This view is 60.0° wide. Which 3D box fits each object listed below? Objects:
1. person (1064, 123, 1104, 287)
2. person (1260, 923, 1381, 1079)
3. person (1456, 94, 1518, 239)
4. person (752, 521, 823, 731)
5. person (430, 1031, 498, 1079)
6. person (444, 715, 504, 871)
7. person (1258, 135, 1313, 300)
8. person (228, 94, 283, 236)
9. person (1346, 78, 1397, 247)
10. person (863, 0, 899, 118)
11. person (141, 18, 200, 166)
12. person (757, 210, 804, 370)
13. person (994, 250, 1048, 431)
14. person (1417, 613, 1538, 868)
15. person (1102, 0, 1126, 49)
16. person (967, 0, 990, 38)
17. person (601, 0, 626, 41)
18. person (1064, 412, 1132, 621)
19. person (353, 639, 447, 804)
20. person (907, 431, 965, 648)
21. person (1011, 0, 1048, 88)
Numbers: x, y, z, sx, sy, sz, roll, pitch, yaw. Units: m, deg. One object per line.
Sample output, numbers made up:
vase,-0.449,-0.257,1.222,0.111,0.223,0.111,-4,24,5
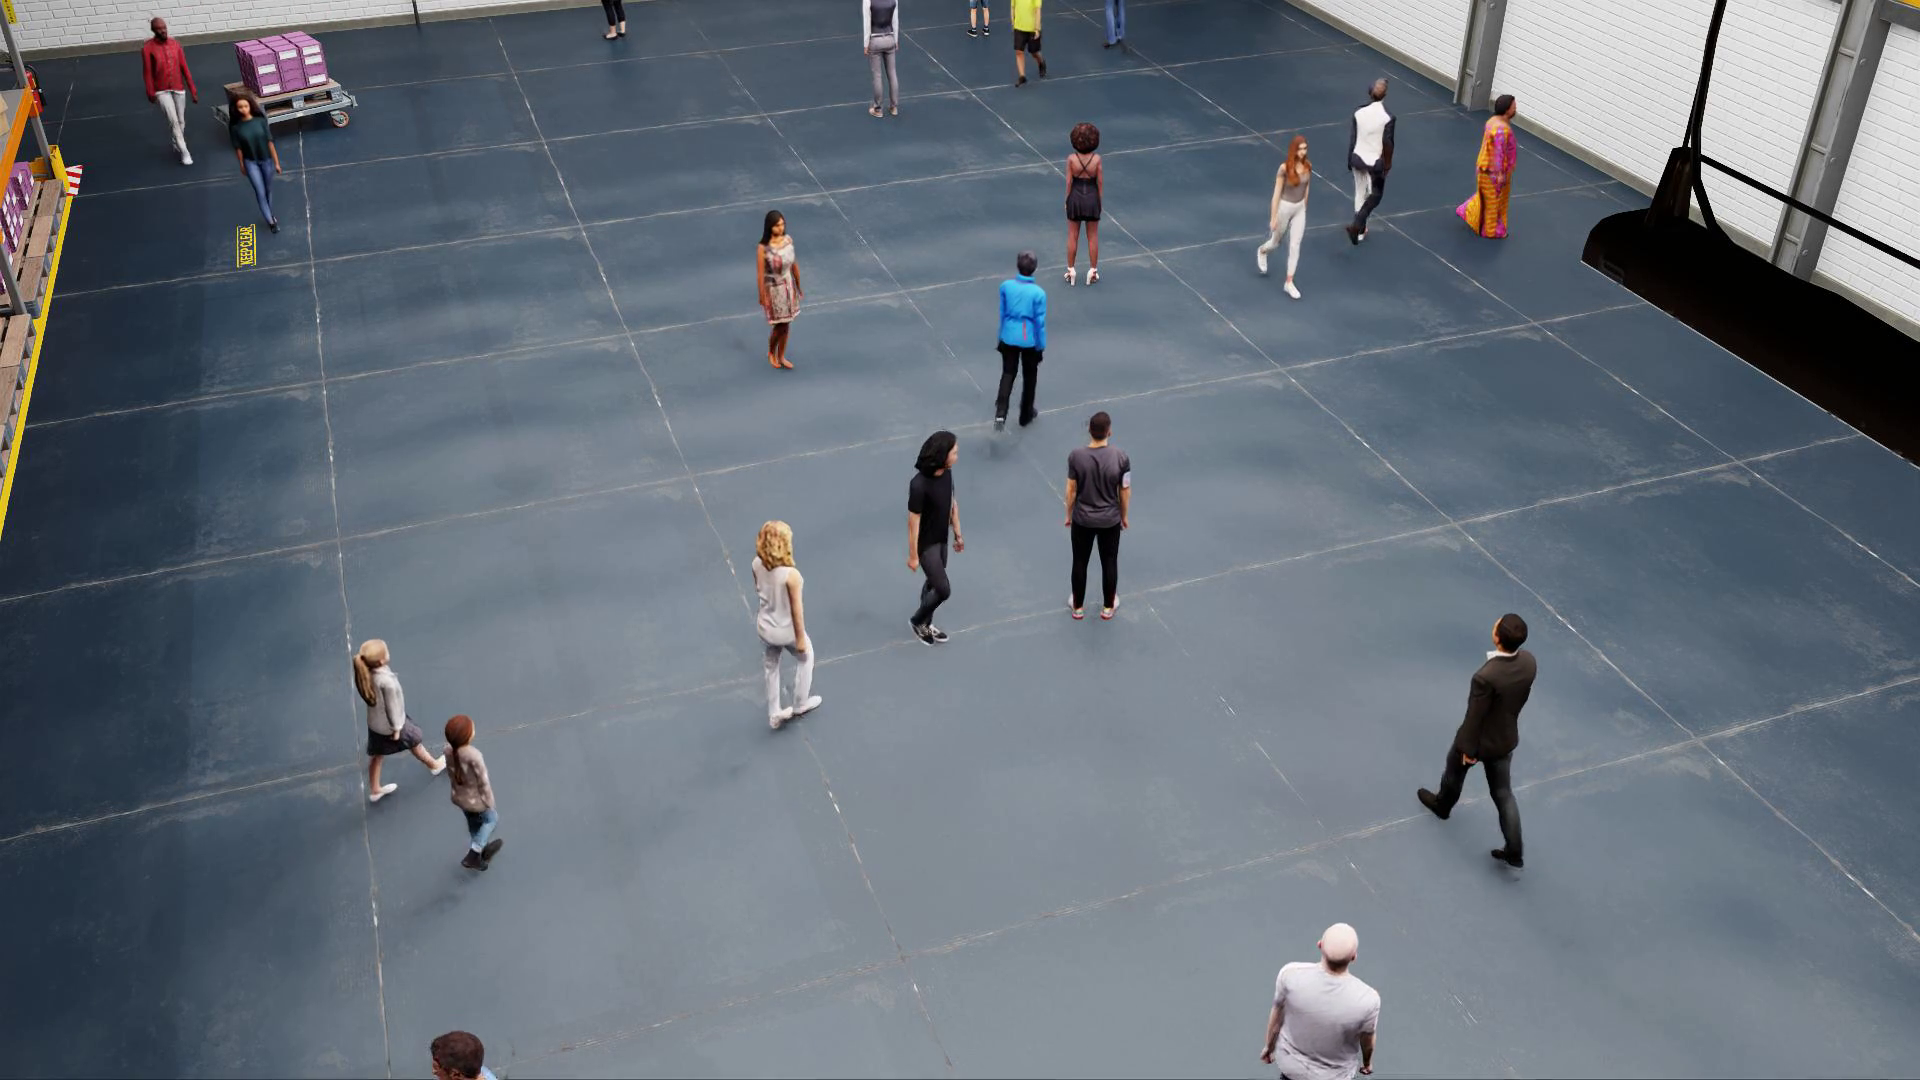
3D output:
person,1.317,-3.570,17.719,0.628,1.790,0.645,2,34,2
person,1.736,2.675,8.309,1.024,1.806,1.079,15,37,21
person,6.021,-4.244,18.828,0.935,1.685,0.918,4,34,6
person,-1.299,0.633,11.517,0.787,1.656,0.851,21,39,28
person,-2.089,2.987,7.804,0.664,1.846,0.864,23,40,31
person,-3.100,1.617,10.459,0.655,1.189,0.713,16,37,23
person,3.451,-3.490,17.684,0.616,1.696,1.063,-11,35,-16
person,-8.051,-4.335,19.065,0.771,1.575,1.123,-21,39,-28
person,4.522,-4.173,18.551,1.066,1.873,1.065,22,39,29
person,-1.047,-6.643,22.211,0.648,1.937,0.556,-12,35,-18
person,-9.981,-5.677,20.888,0.945,1.791,1.112,-28,42,-35
person,-1.810,-2.456,16.182,0.804,1.636,0.760,28,43,35
person,0.514,-1.746,14.985,0.941,1.779,1.017,13,36,18
person,3.390,1.283,10.440,0.784,1.767,1.181,-15,36,-21
person,2.326,-8.241,24.744,0.700,1.793,0.655,-21,39,-29
person,0.283,-8.441,25.357,0.516,1.448,0.470,-11,35,-16
person,-5.307,-8.409,25.138,0.791,1.636,0.750,21,39,28
person,1.029,-0.173,12.634,0.712,1.762,0.674,2,34,3
person,-3.845,1.217,11.009,0.863,1.246,0.838,23,40,30
person,-0.282,-0.030,12.375,0.817,1.811,0.769,17,37,24
person,0.978,-7.222,23.313,0.937,1.680,1.002,11,35,17
